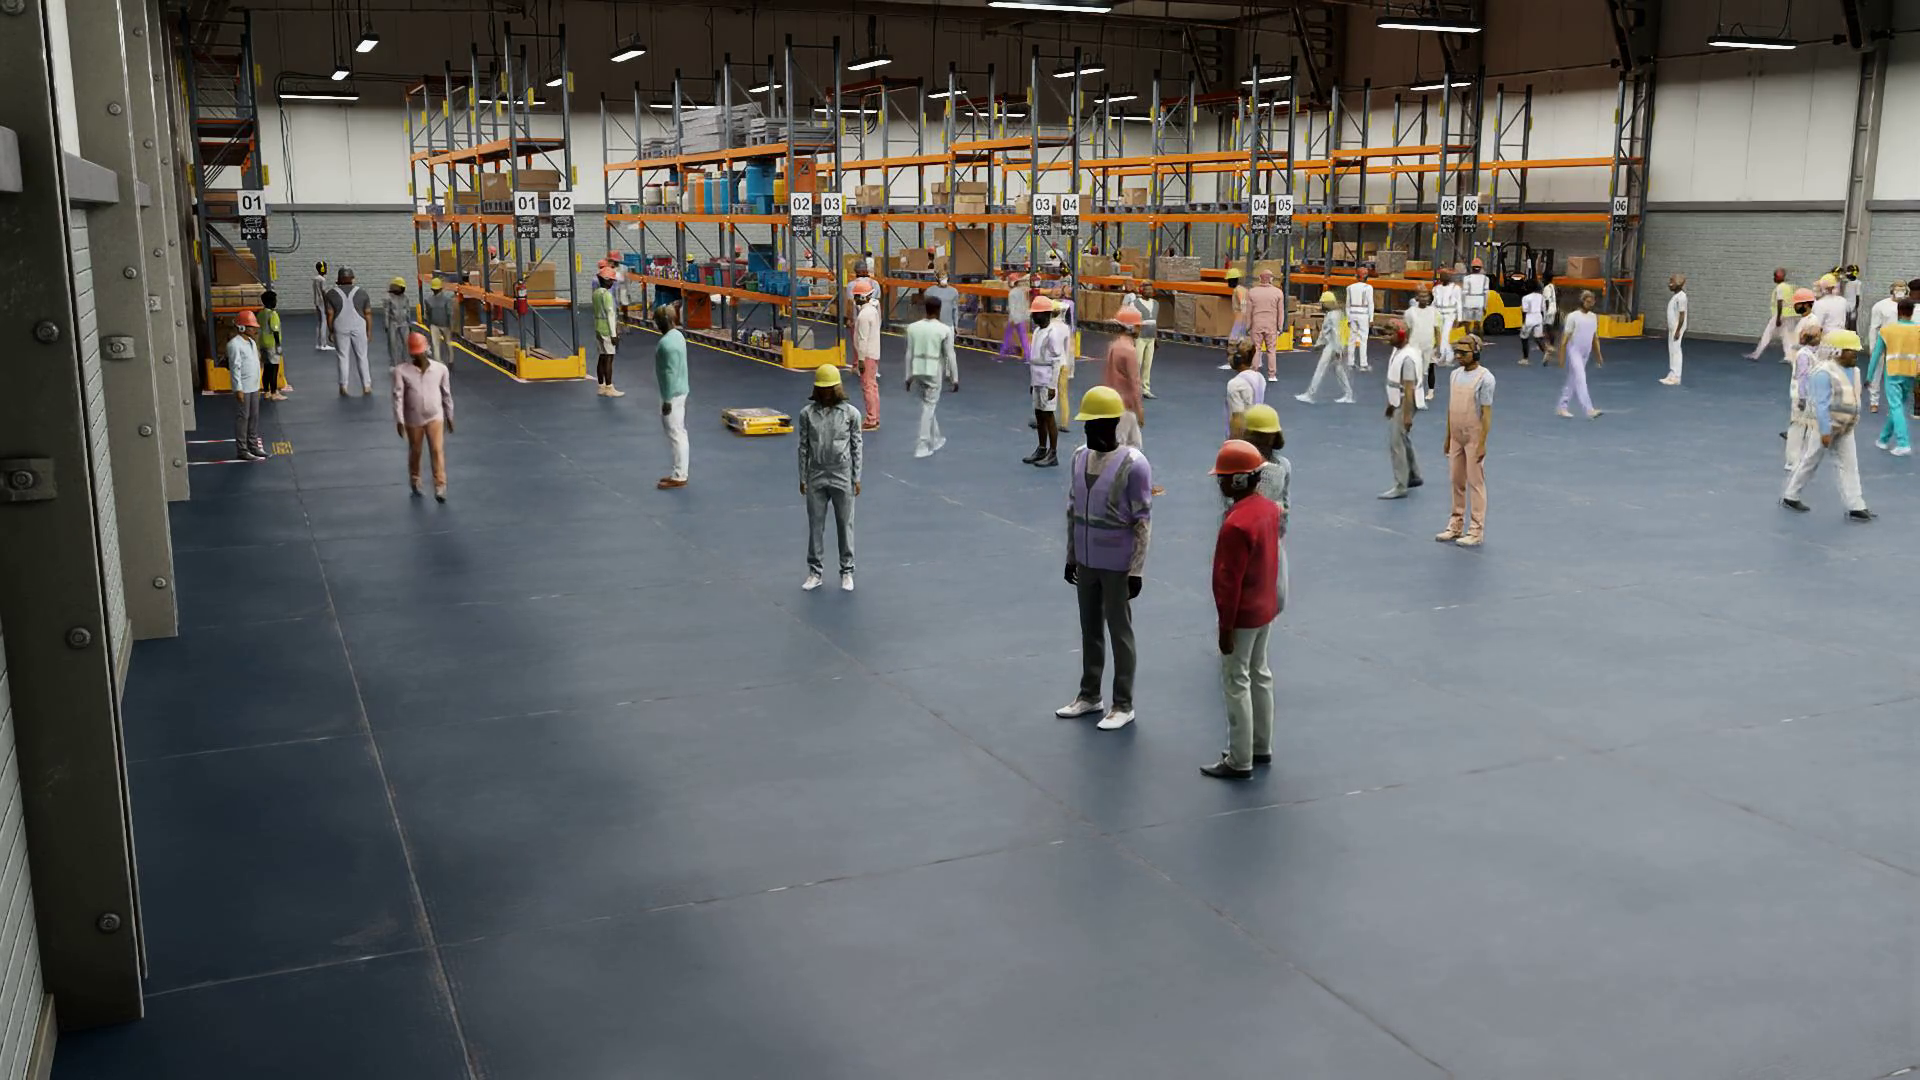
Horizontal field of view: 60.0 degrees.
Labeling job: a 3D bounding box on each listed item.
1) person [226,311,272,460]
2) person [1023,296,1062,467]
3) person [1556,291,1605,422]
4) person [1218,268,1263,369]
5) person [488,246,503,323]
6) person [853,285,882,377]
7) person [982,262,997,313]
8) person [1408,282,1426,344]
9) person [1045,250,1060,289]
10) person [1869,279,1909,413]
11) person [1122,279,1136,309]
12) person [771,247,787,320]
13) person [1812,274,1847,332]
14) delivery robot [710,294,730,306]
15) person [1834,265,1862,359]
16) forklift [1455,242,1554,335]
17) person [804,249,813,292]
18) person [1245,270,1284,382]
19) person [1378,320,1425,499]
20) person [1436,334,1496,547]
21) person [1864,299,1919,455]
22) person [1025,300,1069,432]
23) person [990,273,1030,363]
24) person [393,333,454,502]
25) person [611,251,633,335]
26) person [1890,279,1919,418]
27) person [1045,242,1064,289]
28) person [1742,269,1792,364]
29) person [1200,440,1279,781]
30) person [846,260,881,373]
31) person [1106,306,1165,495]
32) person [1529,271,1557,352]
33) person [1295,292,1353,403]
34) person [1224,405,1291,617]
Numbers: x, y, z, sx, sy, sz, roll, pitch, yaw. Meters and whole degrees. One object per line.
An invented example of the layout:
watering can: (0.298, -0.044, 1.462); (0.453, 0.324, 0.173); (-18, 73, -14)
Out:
person: (-8.318, -1.803, 19.456); (0.350, 1.743, 0.564); (1, 11, 3)
person: (0.935, -1.803, 18.956); (0.360, 1.936, 0.552); (-5, 12, -23)
person: (8.686, -2.547, 23.111); (0.528, 1.787, 0.963); (-6, 13, -28)
person: (5.246, -4.080, 30.751); (0.840, 1.871, 0.607); (1, 11, 7)
person: (-12.273, -6.736, 43.879); (0.386, 1.996, 0.610); (-9, 14, -39)
person: (-1.625, -3.669, 29.201); (0.514, 1.641, 0.309); (2, 11, 12)
person: (0.712, -6.109, 41.032); (0.436, 1.863, 0.695); (6, 13, 30)
person: (8.180, -3.773, 29.718); (0.307, 1.644, 0.521); (11, 15, 44)
person: (2.760, -7.687, 49.287); (0.523, 1.772, 0.308); (3, 12, 17)
person: (13.443, -2.781, 23.958); (0.632, 1.931, 0.366); (4, 12, 21)
person: (3.189, -4.134, 31.569); (0.284, 1.636, 0.500); (-2, 11, -11)
person: (-4.963, -6.923, 44.870); (0.621, 1.976, 1.056); (-2, 11, -8)
person: (13.497, -3.183, 25.999); (0.593, 1.925, 0.384); (5, 12, 22)
delivery robot: (-7.200, -7.186, 49.603); (0.707, 0.478, 0.477); (-2, 11, -11)
person: (17.658, -4.519, 32.977); (0.325, 1.861, 0.502); (0, 11, -1)
forklift: (13.047, -6.049, 39.881); (2.313, 2.155, 1.214); (-5, 12, -23)
person: (-4.716, -8.210, 52.019); (0.348, 1.743, 0.566); (-1, 11, -8)
person: (5.200, -3.648, 28.411); (0.654, 1.906, 0.407); (2, 11, 12)
person: (4.528, -1.341, 16.972); (0.487, 1.813, 0.729); (1, 11, 7)
person: (4.409, -0.868, 14.463); (0.339, 1.839, 0.504); (-5, 12, -24)
person: (11.314, -1.969, 20.040); (0.618, 1.859, 1.050); (2, 11, 9)
person: (1.194, -2.313, 22.076); (0.550, 1.726, 0.848); (-6, 13, -29)
person: (1.004, -4.260, 32.006); (0.866, 1.707, 0.588); (7, 13, 30)
person: (-5.386, -1.236, 16.710); (0.601, 1.704, 0.916); (-5, 12, -25)
person: (-8.029, -5.818, 39.269); (0.668, 1.973, 0.991); (-6, 13, -27)
person: (13.379, -2.688, 23.399); (0.604, 1.959, 0.379); (5, 12, 23)
person: (3.205, -9.108, 56.161); (0.651, 1.906, 0.403); (3, 12, 17)
person: (15.597, -4.285, 31.902); (0.939, 1.795, 0.597); (9, 15, 40)
person: (1.422, 0.354, 8.499); (0.350, 1.743, 0.571); (7, 13, 30)
person: (-1.797, -4.031, 30.019); (0.676, 2.000, 0.536); (-8, 14, -35)
person: (1.628, -1.371, 16.740); (0.931, 1.957, 0.628); (-2, 11, -12)
person: (12.122, -4.744, 34.549); (0.619, 1.669, 0.562); (6, 13, 29)
person: (5.581, -2.912, 25.214); (0.884, 1.688, 0.474); (2, 11, 8)
person: (1.800, 0.019, 10.237); (0.490, 1.730, 0.501); (-5, 12, -22)
